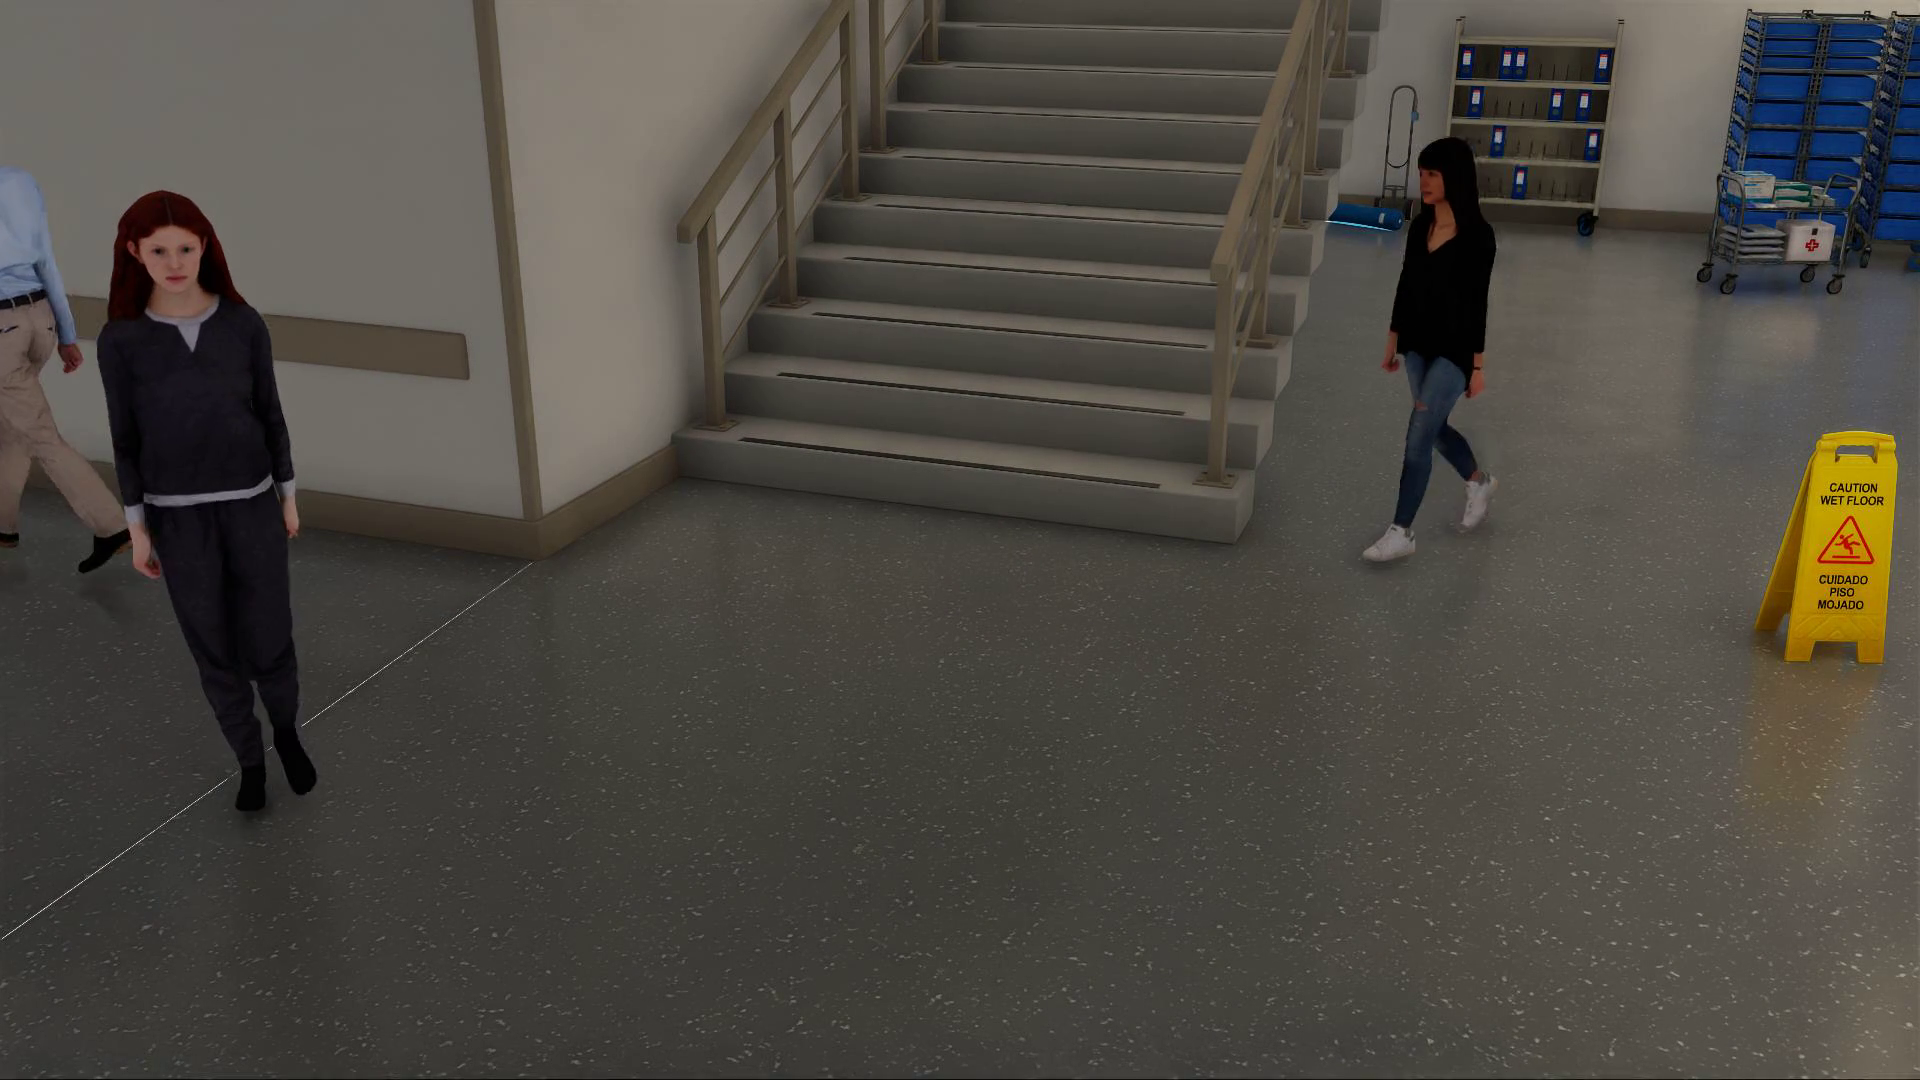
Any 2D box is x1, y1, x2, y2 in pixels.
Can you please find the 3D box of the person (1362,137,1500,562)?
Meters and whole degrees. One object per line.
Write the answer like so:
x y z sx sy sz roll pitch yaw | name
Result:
1.942 -0.744 6.555 1.111 1.615 0.987 -13 24 -31 | person

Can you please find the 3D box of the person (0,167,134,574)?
-3.526 -0.744 6.276 0.743 1.813 1.187 6 21 15 | person

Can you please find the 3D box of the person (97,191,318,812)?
-2.077 -0.082 4.600 0.670 1.762 0.722 -8 22 -21 | person
